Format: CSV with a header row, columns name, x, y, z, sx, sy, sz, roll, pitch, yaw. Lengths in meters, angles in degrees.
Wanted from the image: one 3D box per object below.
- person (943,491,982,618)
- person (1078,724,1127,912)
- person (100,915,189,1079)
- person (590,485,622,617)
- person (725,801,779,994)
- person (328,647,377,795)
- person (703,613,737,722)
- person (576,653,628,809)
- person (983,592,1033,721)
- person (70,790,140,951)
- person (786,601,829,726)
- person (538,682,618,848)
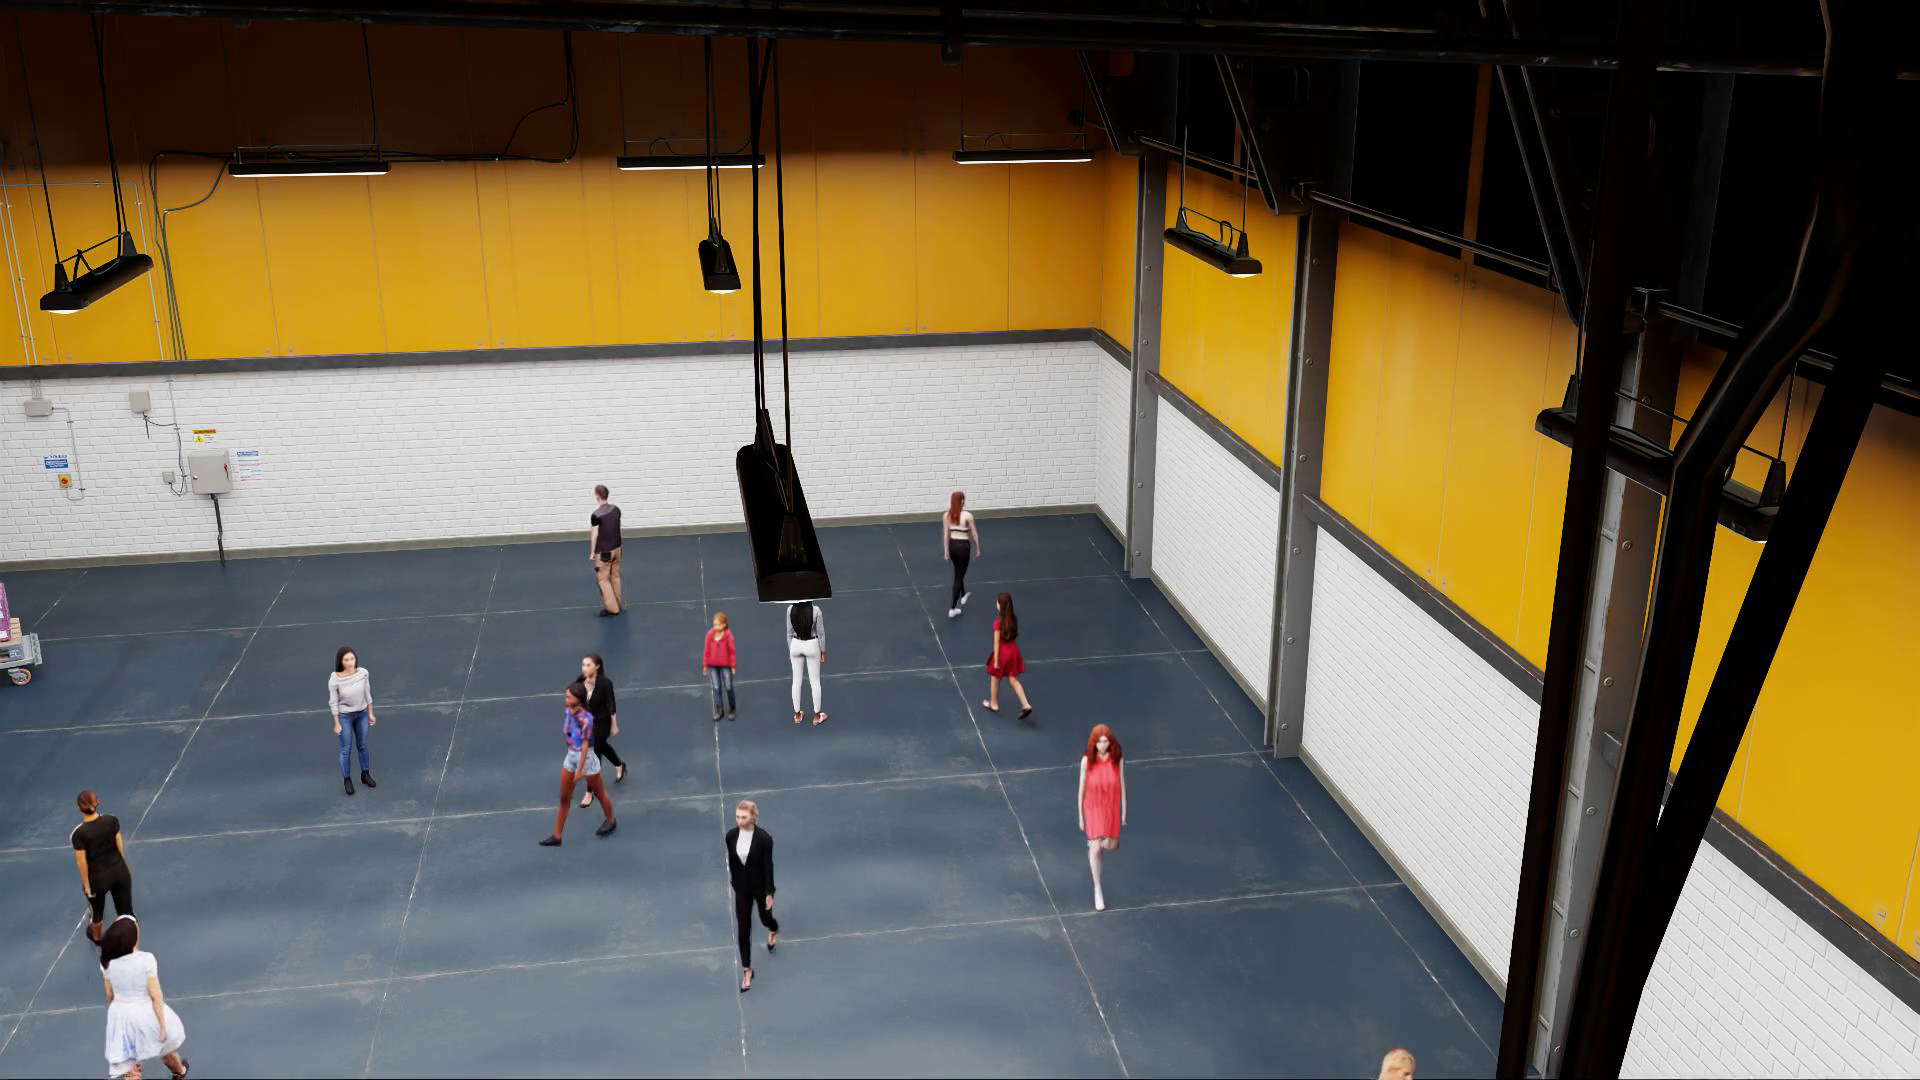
name,x,y,z,sx,sy,sz,roll,pitch,yaw
person,-0.050,0.219,22.589,0.967,1.710,1.105,9,21,26
person,1.317,2.536,15.559,0.610,1.807,0.942,-3,19,-8
person,-6.074,3.676,12.243,0.644,1.764,1.184,-3,19,-8
person,-4.796,0.135,22.646,0.948,1.833,0.884,14,23,36
person,-1.743,3.004,14.379,0.877,1.672,1.139,4,19,11
person,-6.489,1.897,17.730,0.676,1.633,0.693,-17,25,-41
person,-2.804,1.459,19.530,0.612,1.313,0.647,4,19,11
person,-3.786,1.948,17.601,1.019,1.619,1.154,9,21,25
person,0.585,1.375,19.443,0.866,1.527,1.079,-15,23,-37
person,-7.413,2.983,14.515,1.156,1.626,1.012,17,25,40
person,-1.800,1.301,19.355,0.662,1.724,0.624,4,19,11
person,-3.690,2.234,16.637,1.095,1.692,1.113,14,23,37
